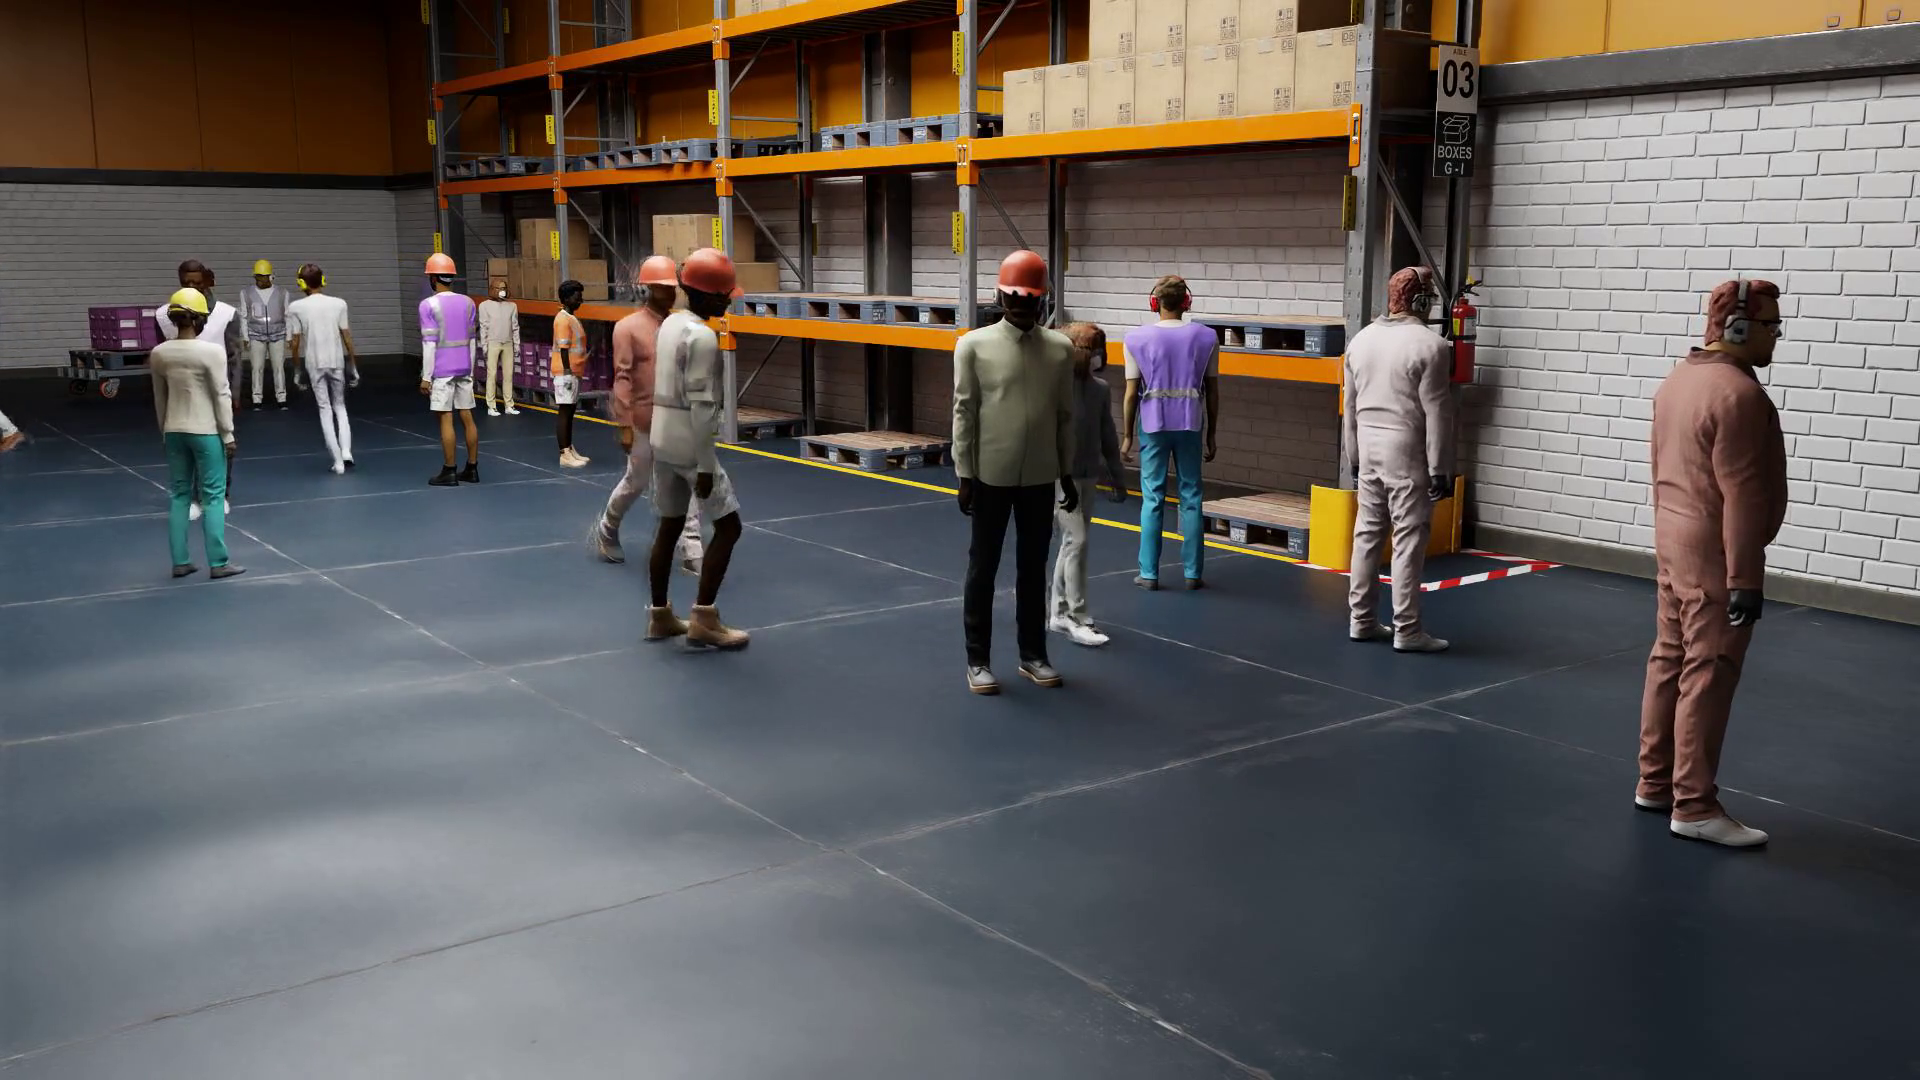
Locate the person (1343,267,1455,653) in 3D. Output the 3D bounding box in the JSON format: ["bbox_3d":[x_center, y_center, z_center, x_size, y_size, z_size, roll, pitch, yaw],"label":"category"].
[{"bbox_3d":[2.210,-0.399,8.303,0.400,1.907,0.644,-6,12,-31],"label":"person"}]

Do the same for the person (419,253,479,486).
[{"bbox_3d":[-4.287,-1.416,13.904,0.368,1.939,0.542,7,12,33],"label":"person"}]

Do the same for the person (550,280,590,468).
[{"bbox_3d":[-3.542,-1.503,15.100,0.322,1.686,0.535,0,10,-3],"label":"person"}]

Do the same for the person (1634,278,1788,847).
[{"bbox_3d":[2.592,0.070,5.681,0.403,1.904,0.652,0,10,1],"label":"person"}]

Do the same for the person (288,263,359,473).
[{"bbox_3d":[-5.606,-1.506,14.662,0.548,1.842,0.480,-6,12,-31],"label":"person"}]

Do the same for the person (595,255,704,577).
[{"bbox_3d":[-1.915,-0.771,10.267,0.976,1.959,0.629,10,14,43],"label":"person"}]

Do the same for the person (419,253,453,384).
[{"bbox_3d":[-7.450,-3.162,23.798,0.604,1.910,0.787,9,13,40],"label":"person"}]

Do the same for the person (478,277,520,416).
[{"bbox_3d":[-5.416,-2.265,19.588,0.497,1.610,0.279,-9,13,-40],"label":"person"}]

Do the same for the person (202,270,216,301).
[{"bbox_3d":[-11.263,-3.225,24.913,0.288,1.627,0.502,-5,11,-24],"label":"person"}]

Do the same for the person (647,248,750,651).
[{"bbox_3d":[-1.327,-0.437,8.295,0.475,2.004,0.652,-7,12,-32],"label":"person"}]

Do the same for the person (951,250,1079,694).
[{"bbox_3d":[0.257,-0.302,7.529,0.609,1.988,0.392,-4,11,-22],"label":"person"}]

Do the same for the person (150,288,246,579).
[{"bbox_3d":[-4.624,-0.639,10.079,0.523,1.759,0.346,3,10,15],"label":"person"}]

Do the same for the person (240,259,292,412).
[{"bbox_3d":[-8.367,-2.464,20.090,0.589,1.827,0.404,-5,11,-25],"label":"person"}]

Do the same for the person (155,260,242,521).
[{"bbox_3d":[-5.570,-1.088,12.207,0.597,1.894,0.805,-3,11,-17],"label":"person"}]

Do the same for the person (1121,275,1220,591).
[{"bbox_3d":[1.222,-0.610,9.675,0.563,1.837,0.389,0,10,-2],"label":"person"}]

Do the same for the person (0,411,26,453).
[{"bbox_3d":[-9.578,-1.747,15.892,0.966,1.903,0.652,-7,13,-36],"label":"person"}]

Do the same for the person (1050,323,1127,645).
[{"bbox_3d":[0.672,-0.282,8.416,0.599,1.614,0.530,10,14,43],"label":"person"}]
